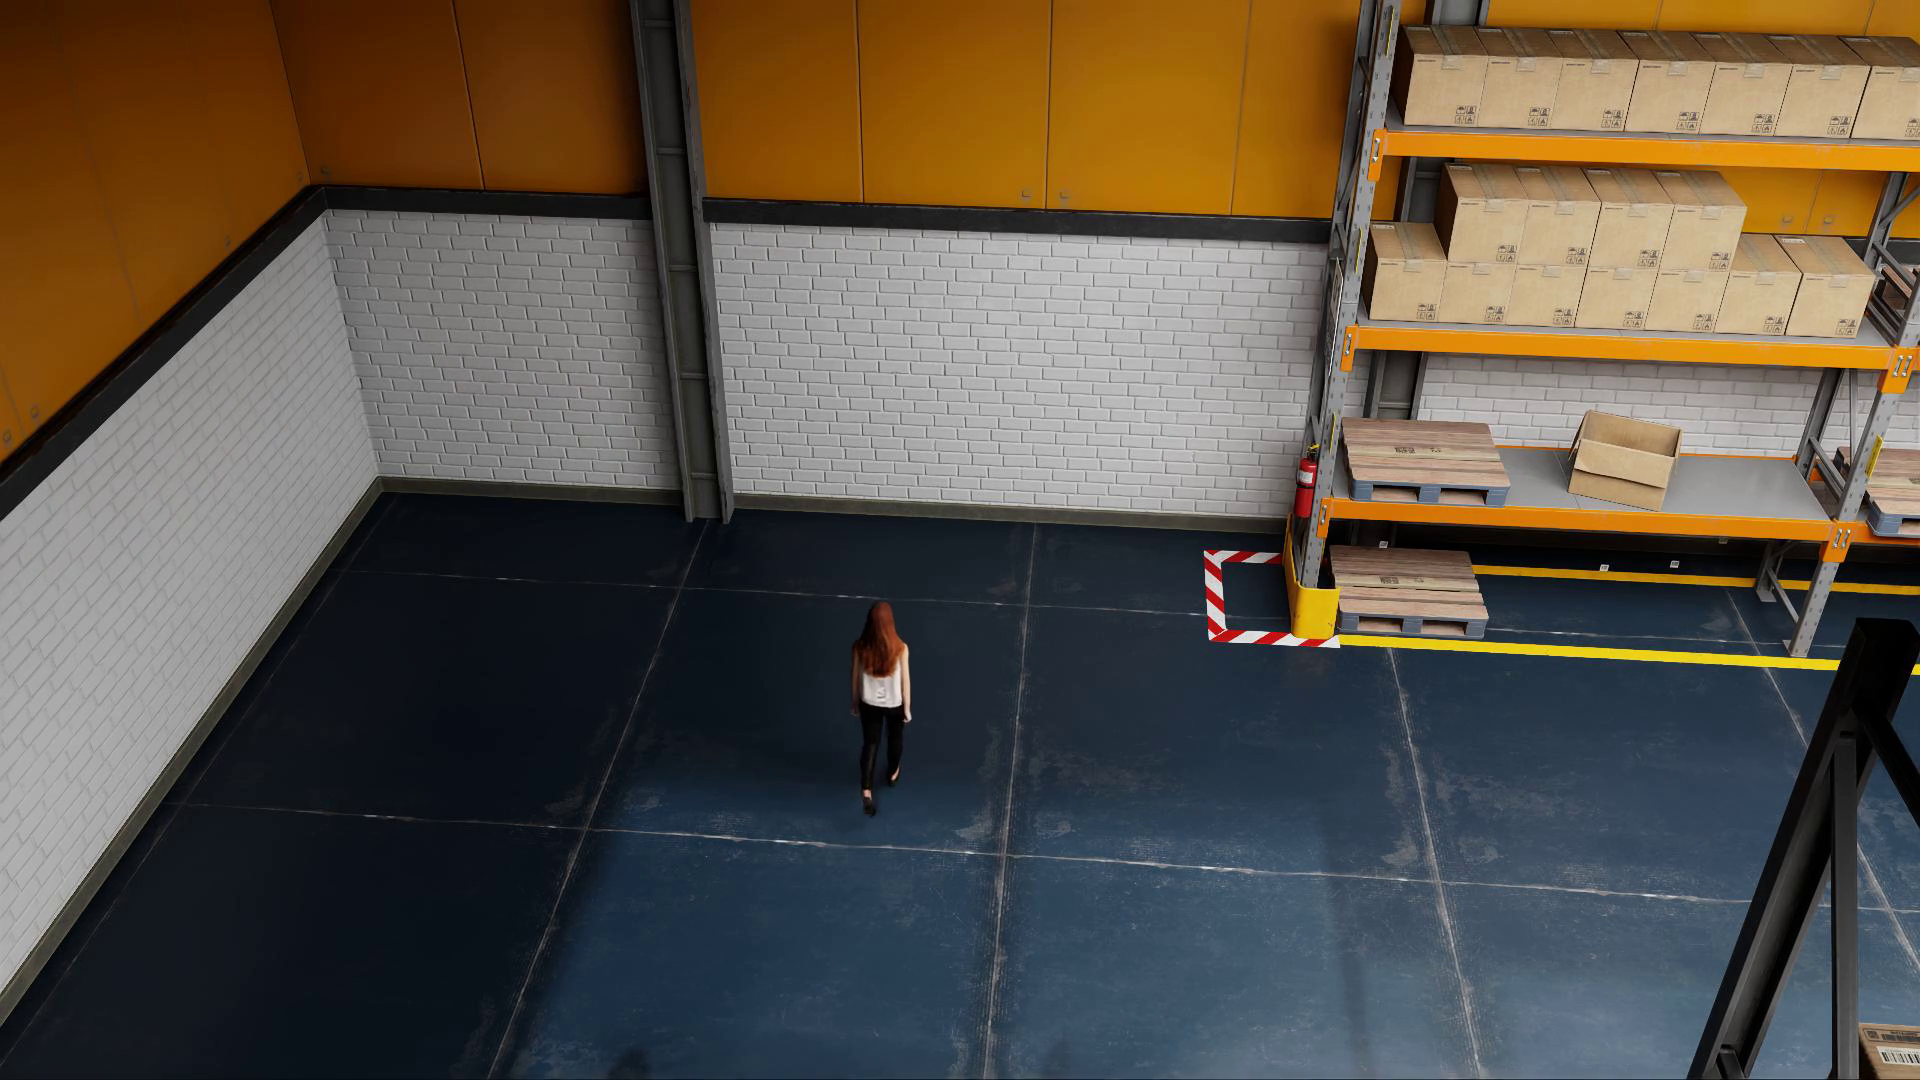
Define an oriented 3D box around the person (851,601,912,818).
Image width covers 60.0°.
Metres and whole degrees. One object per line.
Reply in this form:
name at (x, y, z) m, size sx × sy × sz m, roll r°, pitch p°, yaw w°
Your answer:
person at (-0.555, 1.193, 11.661) m, size 0.913 × 1.704 × 0.663 m, roll 5°, pitch 34°, yaw 7°
